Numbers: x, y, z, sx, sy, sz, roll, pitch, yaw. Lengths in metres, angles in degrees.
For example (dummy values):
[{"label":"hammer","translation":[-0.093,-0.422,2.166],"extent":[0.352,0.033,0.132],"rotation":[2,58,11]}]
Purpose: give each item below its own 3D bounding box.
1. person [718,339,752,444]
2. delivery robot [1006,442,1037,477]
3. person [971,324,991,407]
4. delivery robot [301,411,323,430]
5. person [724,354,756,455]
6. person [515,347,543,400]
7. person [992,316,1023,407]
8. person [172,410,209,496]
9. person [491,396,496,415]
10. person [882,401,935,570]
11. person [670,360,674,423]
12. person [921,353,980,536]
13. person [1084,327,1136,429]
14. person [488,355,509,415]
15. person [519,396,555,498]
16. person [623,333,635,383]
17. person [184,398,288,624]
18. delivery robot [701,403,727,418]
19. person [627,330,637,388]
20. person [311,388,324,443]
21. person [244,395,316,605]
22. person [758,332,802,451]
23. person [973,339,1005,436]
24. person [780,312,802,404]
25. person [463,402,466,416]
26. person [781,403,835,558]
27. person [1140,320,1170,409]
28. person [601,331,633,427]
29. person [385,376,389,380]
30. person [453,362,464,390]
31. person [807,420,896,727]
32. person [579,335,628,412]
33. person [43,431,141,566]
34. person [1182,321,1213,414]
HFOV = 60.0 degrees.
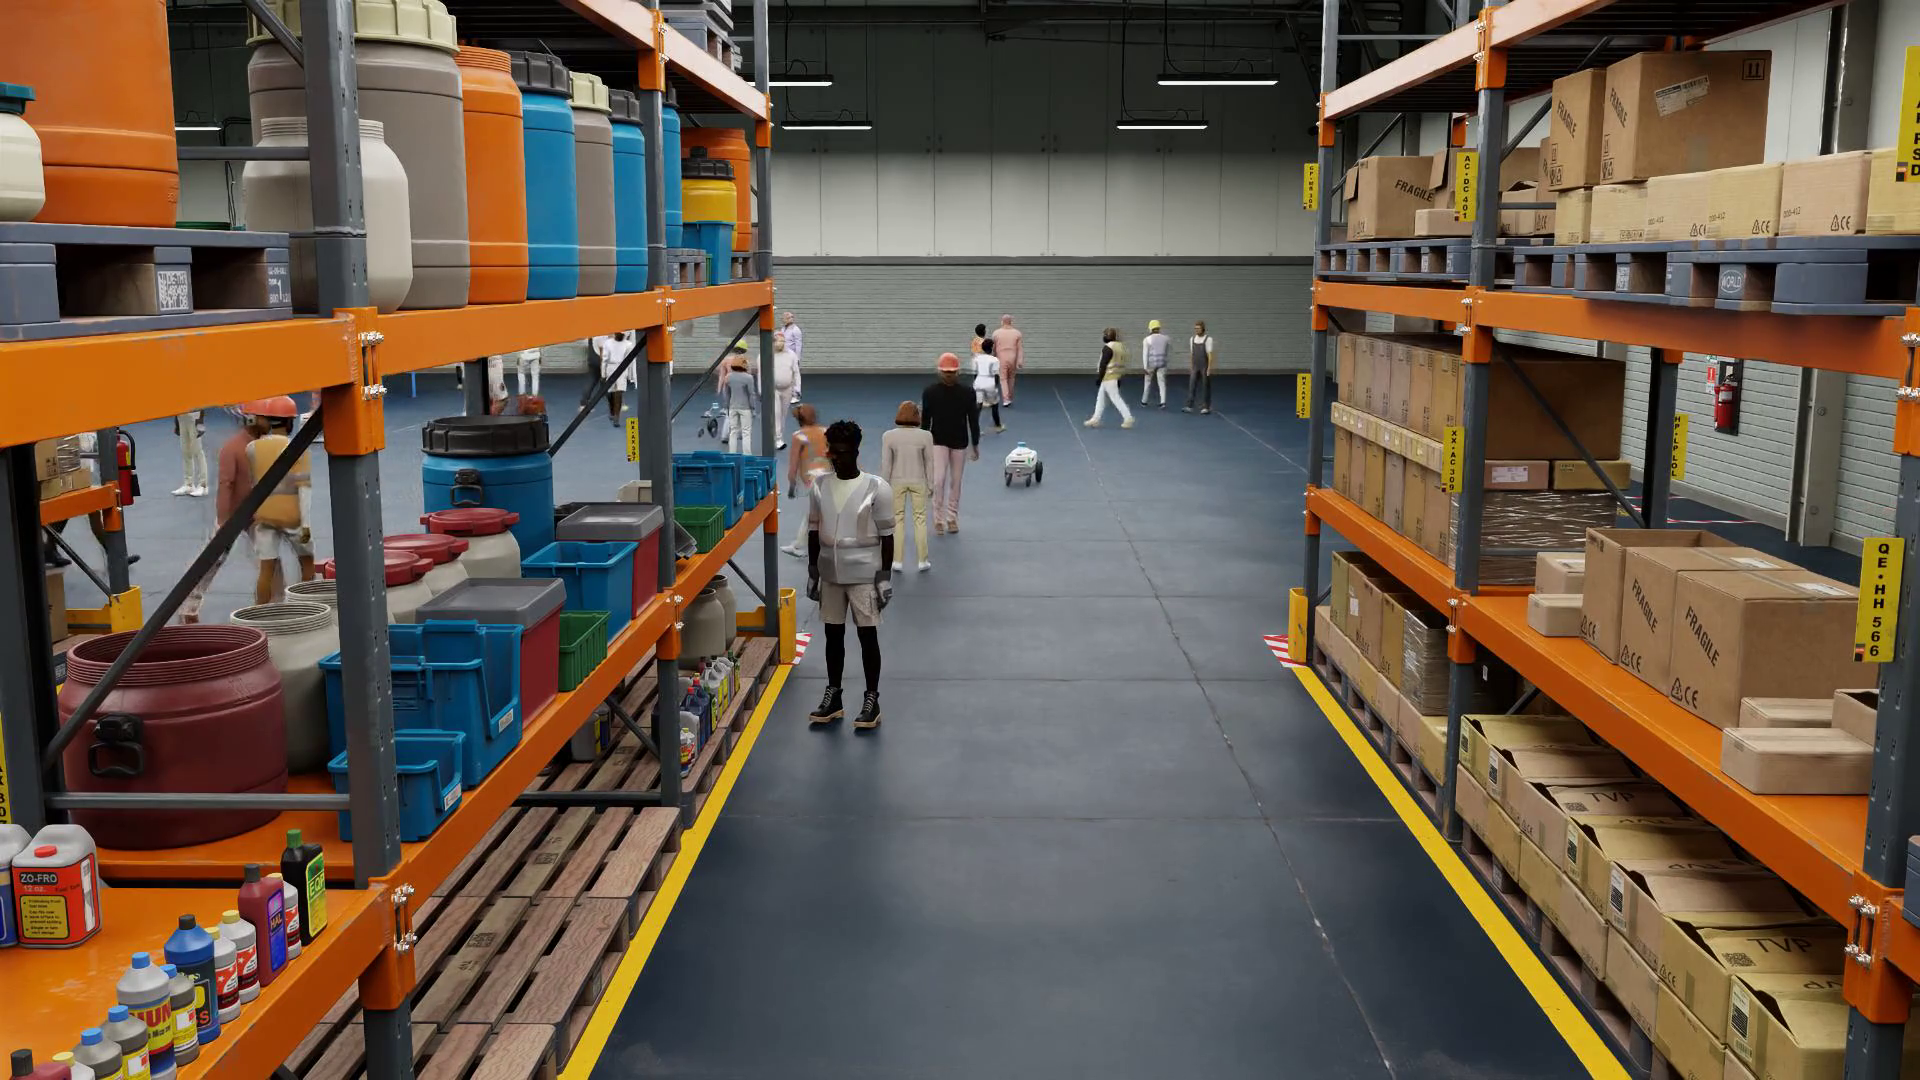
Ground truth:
[{"label":"person","translation":[-3.689,-2.442,27.327],"extent":[0.530,1.683,0.985],"rotation":[4,10,24]},{"label":"delivery robot","translation":[0.828,-1.069,22.335],"extent":[0.477,0.478,0.707],"rotation":[2,10,9]},{"label":"person","translation":[0.423,-3.577,34.099],"extent":[0.316,1.697,0.541],"rotation":[-5,11,-28]},{"label":"delivery robot","translation":[-10.909,-2.076,28.368],"extent":[0.477,0.478,0.707],"rotation":[2,10,14]},{"label":"person","translation":[-3.169,-1.864,24.035],"extent":[0.497,1.632,0.289],"rotation":[4,10,22]},{"label":"person","translation":[-9.222,-3.917,35.454],"extent":[0.657,1.921,0.765],"rotation":[-8,12,-39]},{"label":"person","translation":[0.964,-3.689,34.327],"extent":[0.630,1.855,0.978],"rotation":[-1,10,-8]},{"label":"person","translation":[-9.798,-1.492,21.118],"extent":[0.519,1.865,0.335],"rotation":[5,11,27]},{"label":"person","translation":[-8.888,-3.095,31.020],"extent":[0.522,1.765,0.317],"rotation":[-3,10,-15]},{"label":"person","translation":[-0.497,-0.522,15.987],"extent":[0.505,1.632,0.268],"rotation":[0,9,0]},{"label":"person","translation":[-5.554,-3.091,30.632],"extent":[0.574,1.883,0.361],"rotation":[3,10,16]},{"label":"person","translation":[-0.086,-1.028,18.039],"extent":[0.618,1.963,0.844],"rotation":[-2,10,-10]},{"label":"person","translation":[2.719,-2.906,29.793],"extent":[0.968,1.805,0.623],"rotation":[3,10,18]},{"label":"person","translation":[-7.837,-2.709,27.901],"extent":[0.644,2.029,0.422],"rotation":[7,12,34]},{"label":"person","translation":[-3.591,-0.262,13.747],"extent":[0.651,1.870,0.584],"rotation":[2,10,12]},{"label":"person","translation":[-7.960,-4.816,40.840],"extent":[0.594,1.922,0.385],"rotation":[1,10,7]},{"label":"person","translation":[-5.767,-0.202,13.279],"extent":[1.115,1.918,0.672],"rotation":[2,10,12]},{"label":"delivery robot","translation":[-4.191,-2.233,28.531],"extent":[0.335,0.223,0.698],"rotation":[4,10,22]},{"label":"person","translation":[-7.621,-4.511,39.330],"extent":[0.545,1.816,0.971],"rotation":[-1,10,-5]},{"label":"person","translation":[-10.366,-2.552,27.437],"extent":[0.648,1.878,0.846],"rotation":[8,12,39]},{"label":"person","translation":[-5.340,-0.189,13.186],"extent":[0.557,1.900,0.882],"rotation":[1,10,4]},{"label":"person","translation":[-2.825,-2.346,26.266],"extent":[0.638,1.855,0.964],"rotation":[-5,11,-27]},{"label":"person","translation":[0.464,-2.611,28.441],"extent":[0.549,1.646,0.865],"rotation":[6,11,30]},{"label":"person","translation":[-3.616,-3.837,35.037],"extent":[0.407,1.904,0.654],"rotation":[-8,13,-41]},{"label":"person","translation":[-9.206,-3.155,31.866],"extent":[0.765,1.586,0.566],"rotation":[1,10,4]},{"label":"person","translation":[-1.411,-0.557,16.393],"extent":[0.934,1.566,0.520],"rotation":[7,12,36]},{"label":"person","translation":[3.967,-3.570,33.785],"extent":[0.596,1.794,0.865],"rotation":[-2,10,-12]},{"label":"person","translation":[-6.221,-3.022,30.148],"extent":[0.591,1.904,0.670],"rotation":[-2,10,-13]},{"label":"person","translation":[-14.421,-4.708,41.095],"extent":[0.553,1.617,0.525],"rotation":[8,12,39]},{"label":"person","translation":[-11.567,-4.327,38.662],"extent":[0.540,1.675,0.529],"rotation":[-6,11,-32]},{"label":"person","translation":[-0.710,0.212,10.595],"extent":[0.615,1.964,0.361],"rotation":[4,10,24]},{"label":"person","translation":[-7.101,-3.513,32.815],"extent":[1.002,2.000,0.688],"rotation":[-9,13,-43]},{"label":"person","translation":[-8.553,-0.665,16.136],"extent":[1.016,1.886,0.557],"rotation":[-1,9,-3]},{"label":"person","translation":[4.633,-3.339,32.326],"extent":[0.544,1.802,0.906],"rotation":[7,12,37]}]
